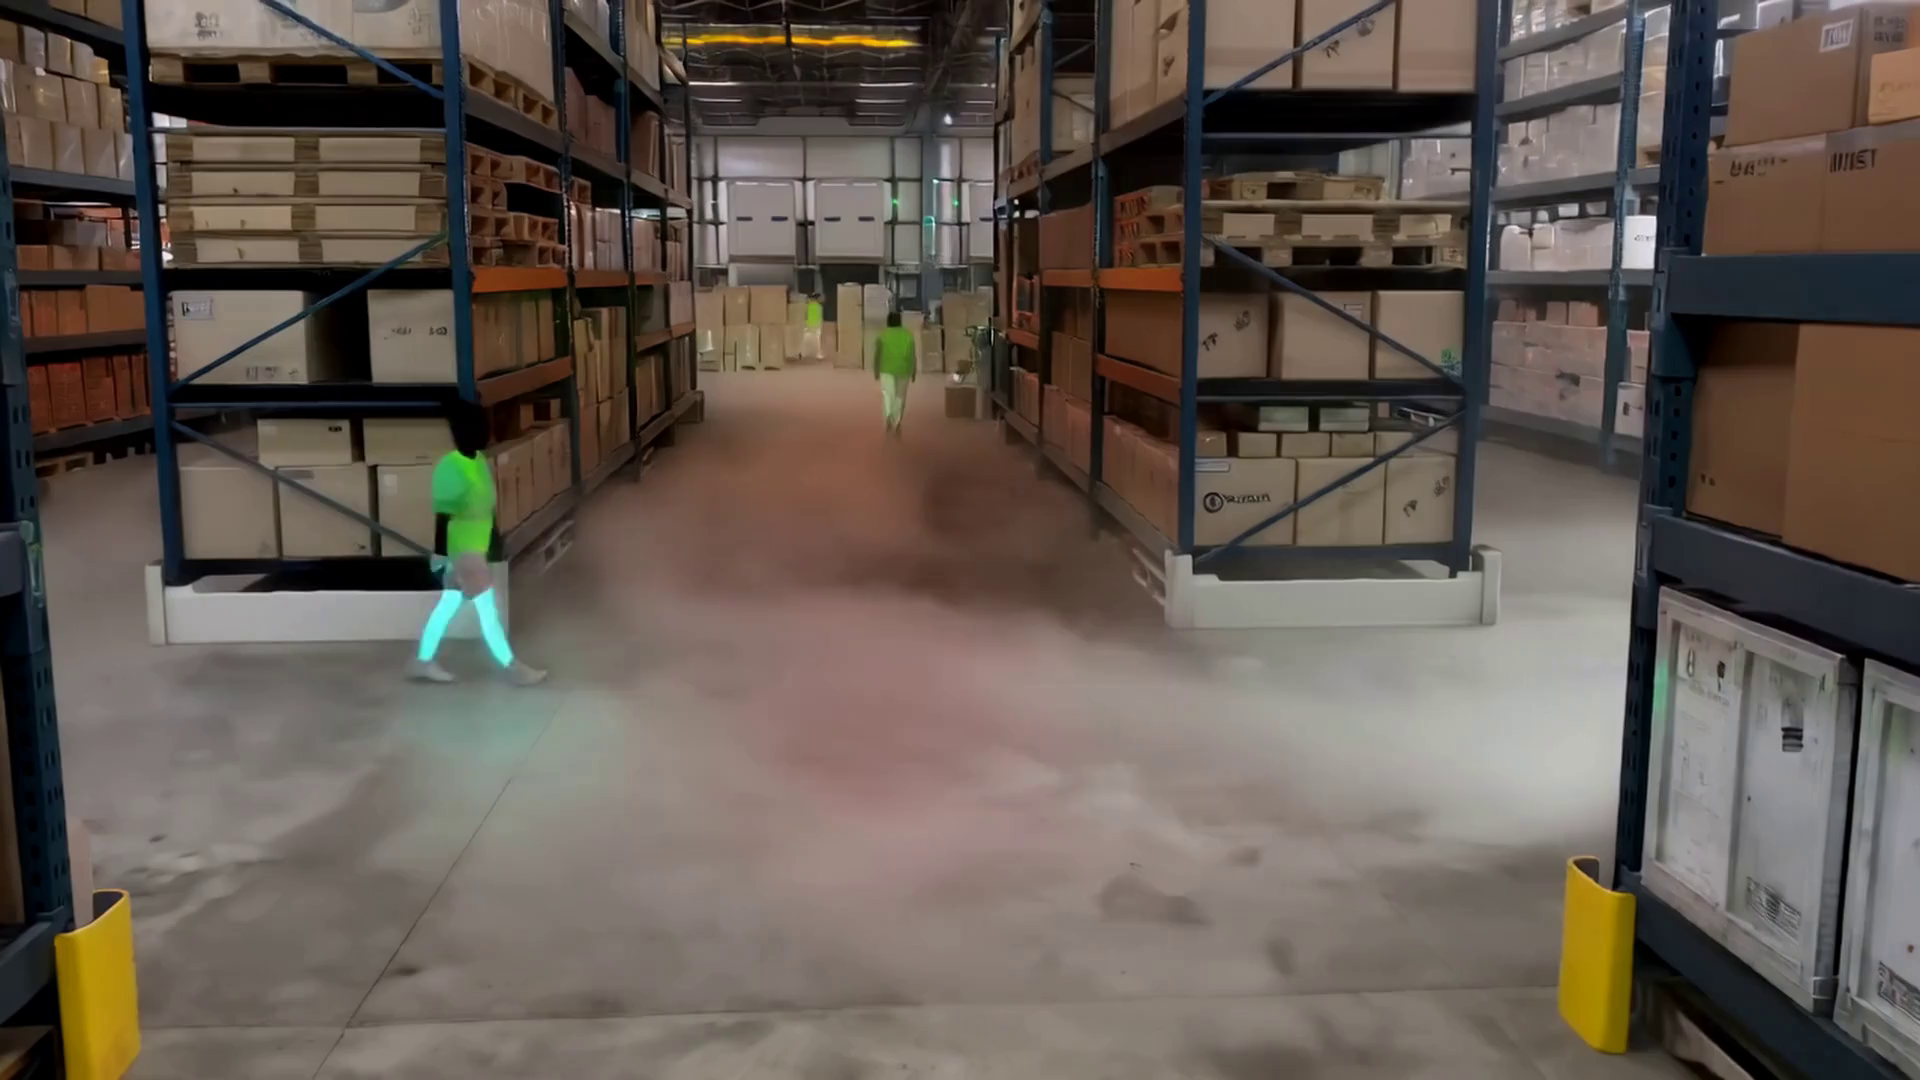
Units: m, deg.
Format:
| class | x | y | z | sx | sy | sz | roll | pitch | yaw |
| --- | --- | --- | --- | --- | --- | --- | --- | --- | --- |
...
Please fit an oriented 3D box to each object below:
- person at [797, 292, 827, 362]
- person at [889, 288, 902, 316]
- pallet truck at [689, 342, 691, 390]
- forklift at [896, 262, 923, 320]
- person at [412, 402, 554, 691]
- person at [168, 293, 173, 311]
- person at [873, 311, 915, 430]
| class | x | y | z | sx | sy | sz | roll | pitch | yaw |
| --- | --- | --- | --- | --- | --- | --- | --- | --- | --- |
| person | -4.021 | -5.746 | 44.975 | 0.853 | 1.914 | 0.638 | -5 | 10 | -26 |
| person | -2.315 | -7.828 | 57.978 | 0.634 | 1.930 | 0.384 | 3 | 10 | 19 |
| pallet truck | -5.225 | -3.008 | 27.480 | 1.885 | 1.965 | 0.823 | 2 | 9 | 14 |
| forklift | -1.894 | -8.807 | 61.131 | 1.129 | 2.768 | 1.873 | -1 | 9 | -4 |
| person | -2.778 | 0.037 | 9.448 | 0.873 | 1.646 | 0.538 | 0 | 9 | 0 |
| person | -31.521 | -9.154 | 66.285 | 0.588 | 1.930 | 0.361 | 8 | 12 | 41 |
| person | -0.993 | -2.553 | 25.195 | 0.631 | 1.821 | 0.770 | 0 | 9 | -1 |
